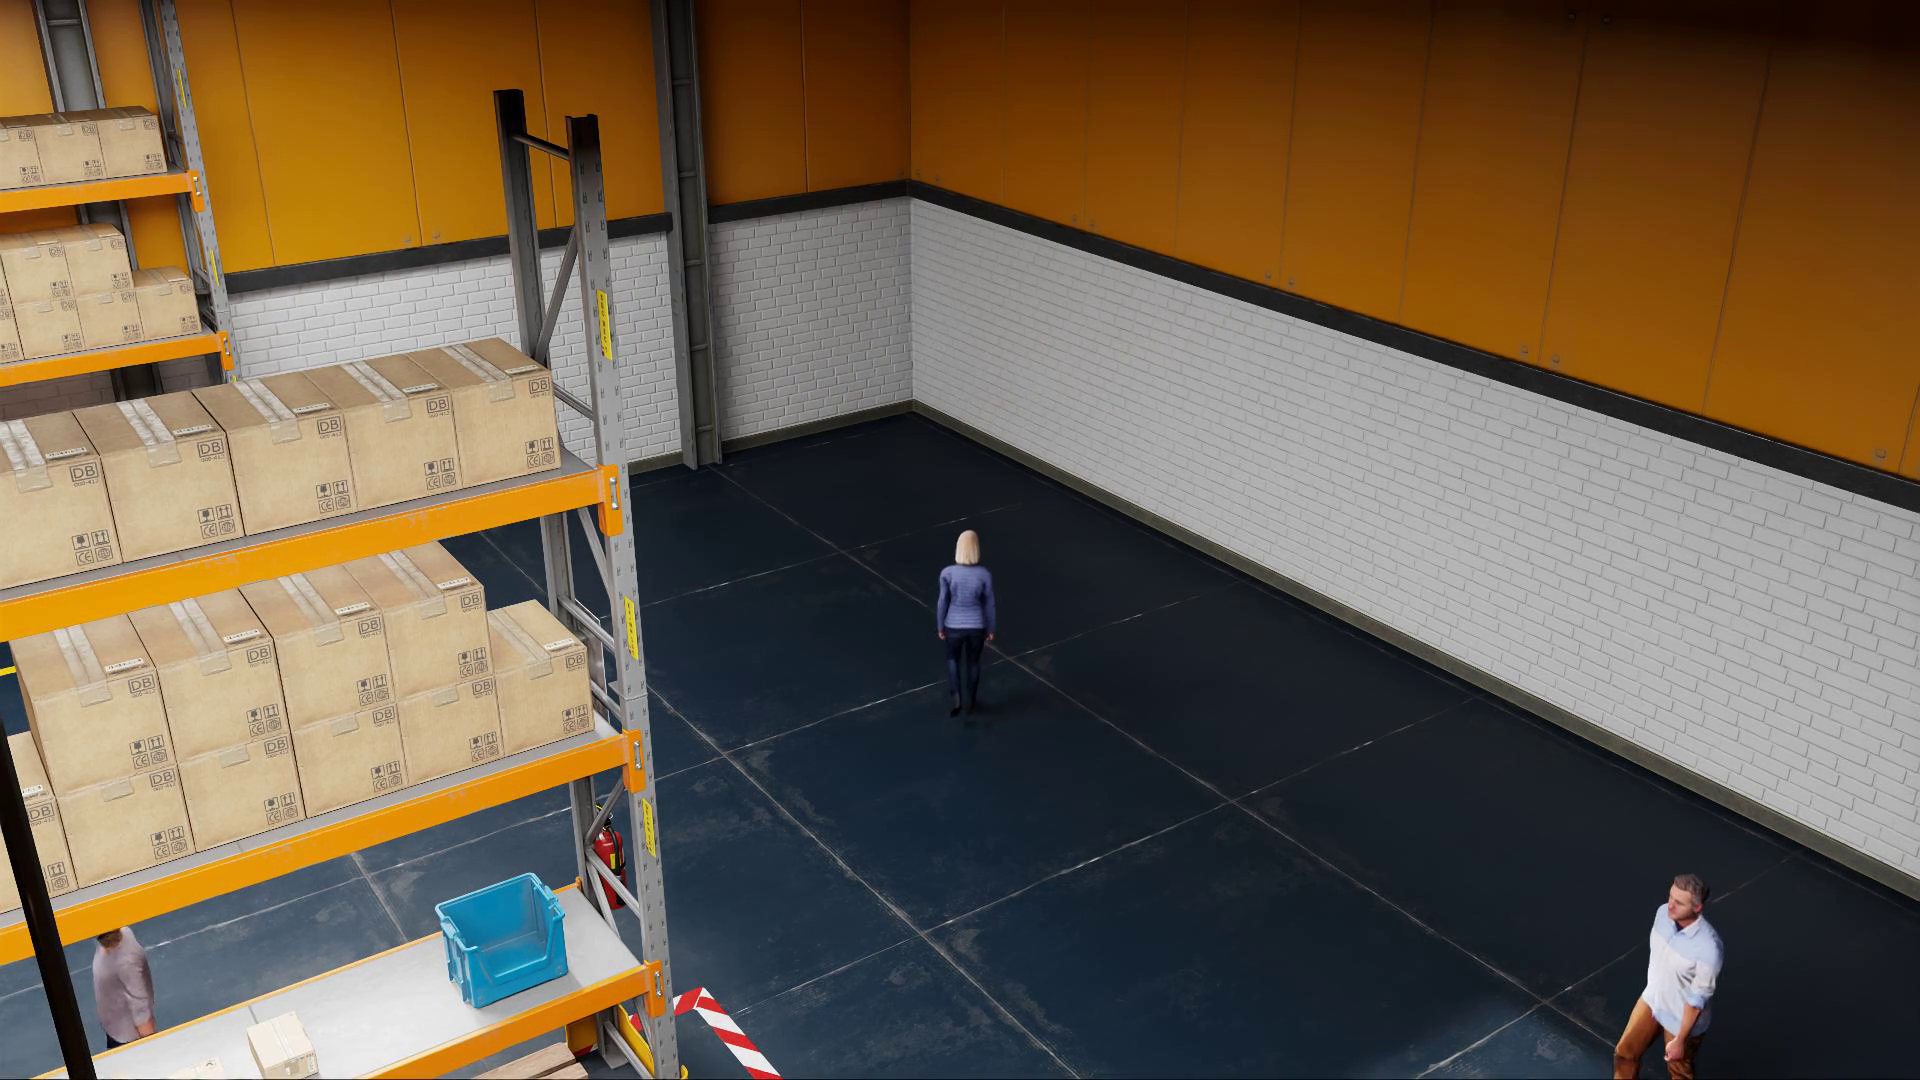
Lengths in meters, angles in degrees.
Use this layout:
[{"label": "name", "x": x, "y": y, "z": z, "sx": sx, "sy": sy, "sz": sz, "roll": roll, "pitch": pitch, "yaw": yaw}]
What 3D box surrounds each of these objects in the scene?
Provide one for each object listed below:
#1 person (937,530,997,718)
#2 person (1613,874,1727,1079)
[{"label": "person", "x": 0.044, "y": 0.757, "z": 14.218, "sx": 0.920, "sy": 1.732, "sz": 0.960, "roll": 1, "pitch": 24, "yaw": 2}, {"label": "person", "x": 4.219, "y": 2.706, "z": 9.673, "sx": 0.917, "sy": 1.802, "sz": 0.801, "roll": -10, "pitch": 25, "yaw": -21}]
